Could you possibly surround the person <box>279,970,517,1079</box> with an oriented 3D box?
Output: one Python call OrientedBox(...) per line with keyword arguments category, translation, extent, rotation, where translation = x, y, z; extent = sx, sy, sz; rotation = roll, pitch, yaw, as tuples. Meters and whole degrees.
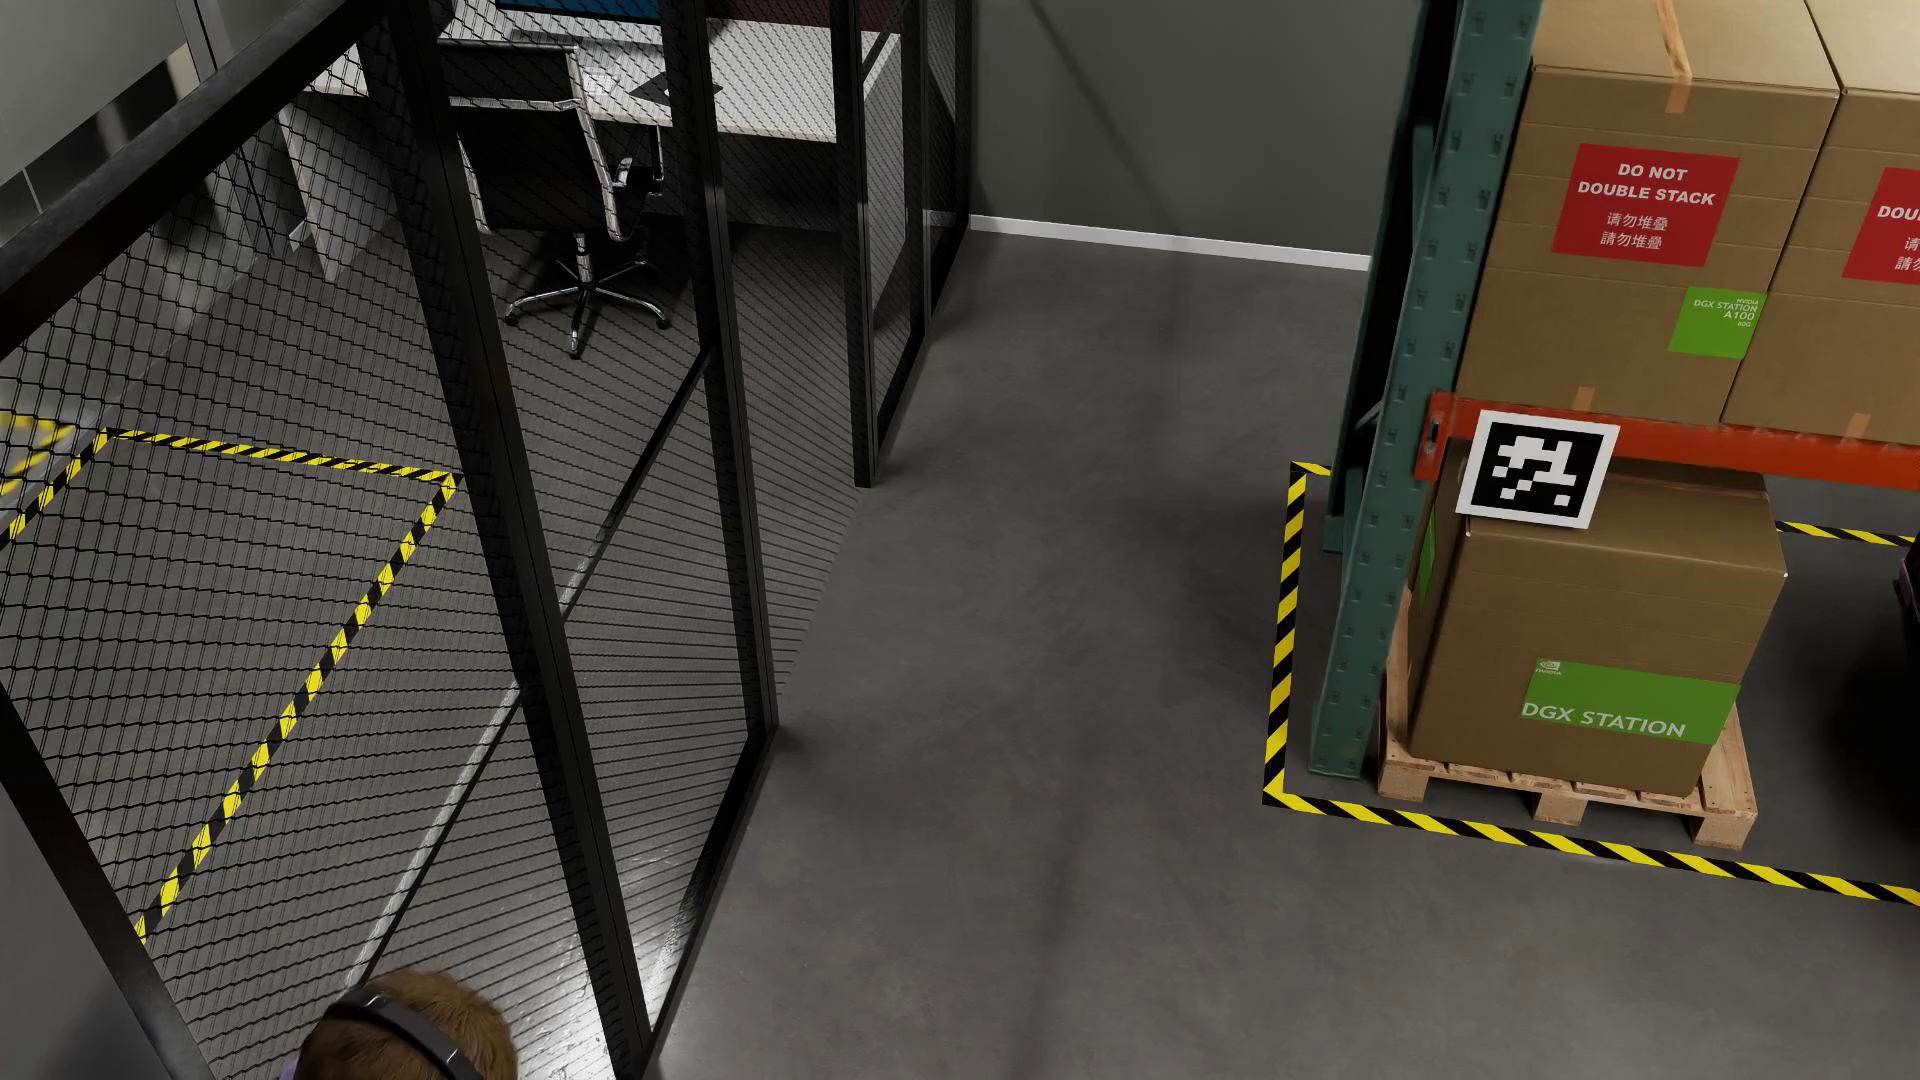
OrientedBox(category="person", translation=(-0.528, 1.159, 2.163), extent=(0.635, 1.939, 0.354), rotation=(19, 44, 20))
